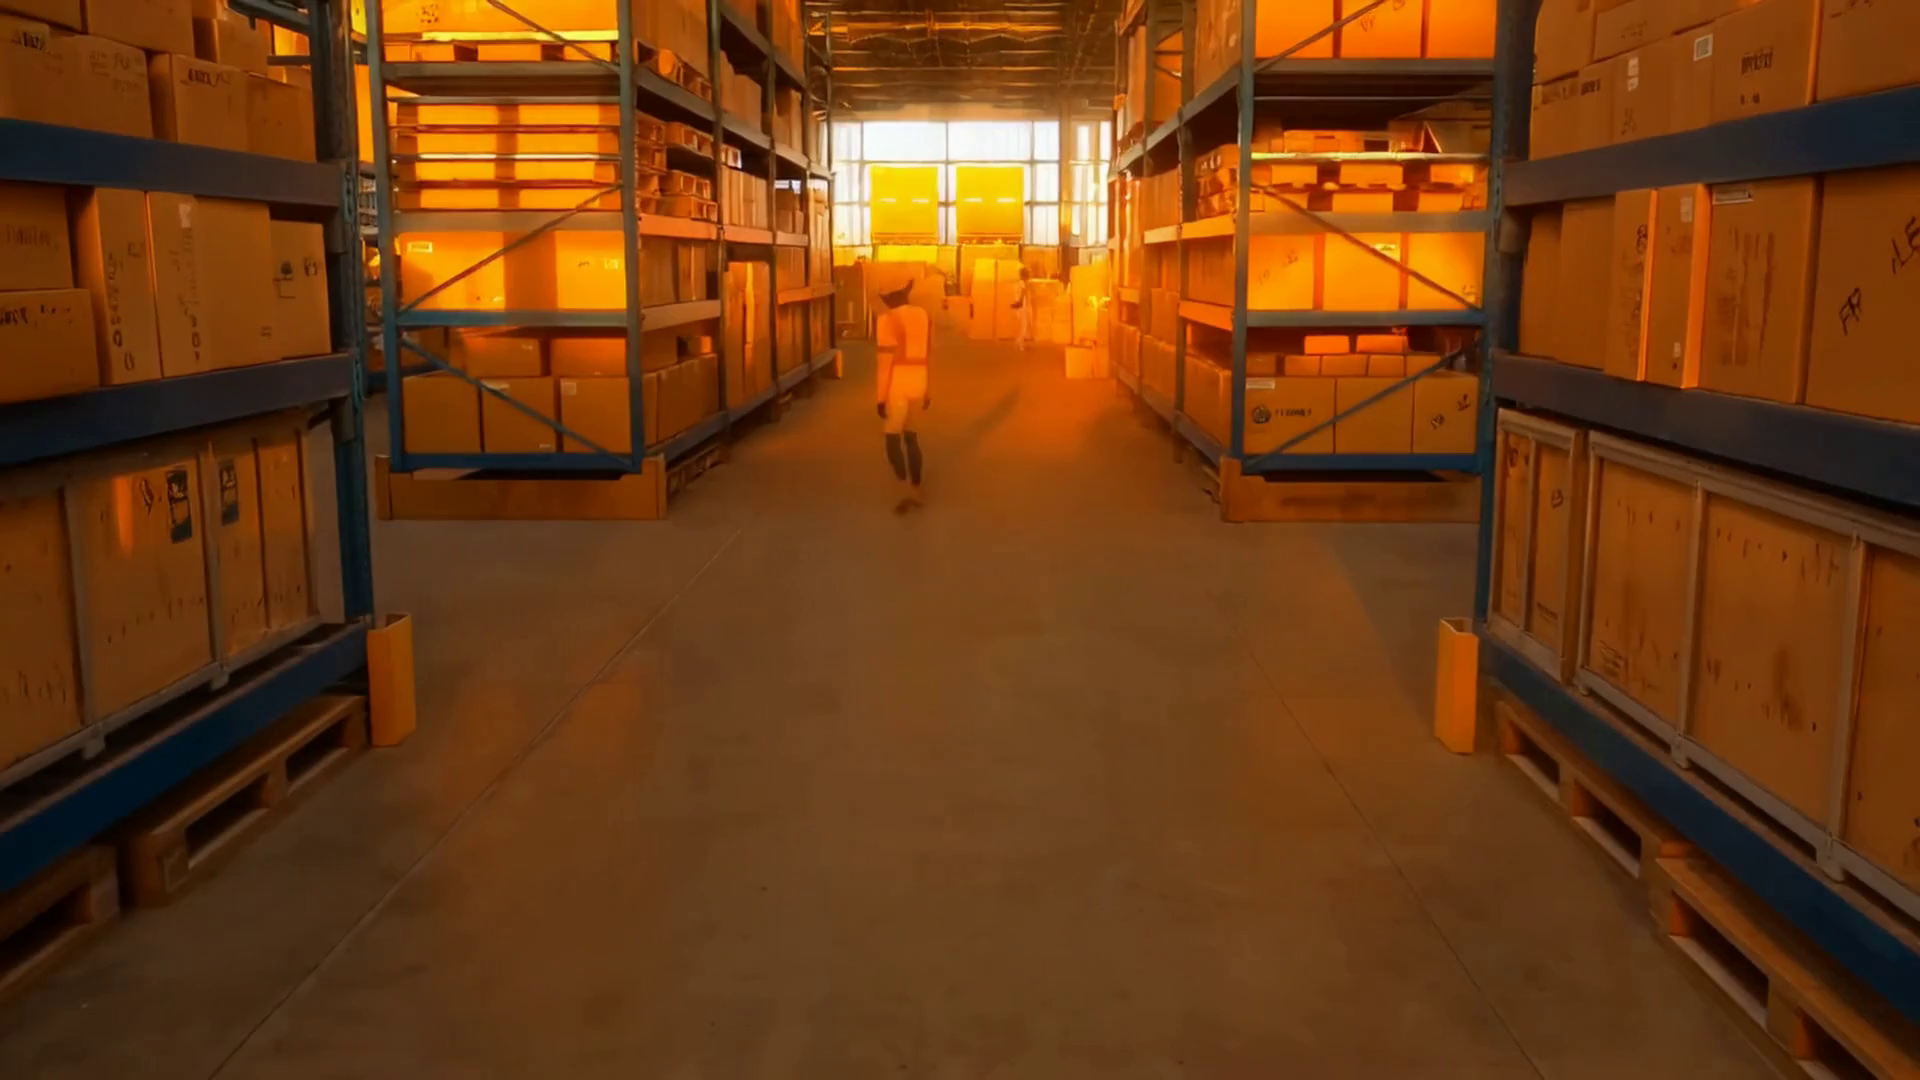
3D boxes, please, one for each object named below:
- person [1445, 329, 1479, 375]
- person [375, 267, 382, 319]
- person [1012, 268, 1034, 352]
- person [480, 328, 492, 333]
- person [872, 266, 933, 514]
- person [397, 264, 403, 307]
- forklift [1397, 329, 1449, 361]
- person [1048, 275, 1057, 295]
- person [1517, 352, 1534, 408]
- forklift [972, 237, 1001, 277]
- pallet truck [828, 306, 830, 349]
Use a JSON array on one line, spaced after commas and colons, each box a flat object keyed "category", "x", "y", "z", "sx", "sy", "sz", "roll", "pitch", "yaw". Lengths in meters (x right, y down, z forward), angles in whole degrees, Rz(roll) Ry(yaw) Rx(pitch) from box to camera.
[{"category": "person", "x": 7.851, "y": -3.278, "z": 26.012, "sx": 0.624, "sy": 1.951, "sz": 1.023, "roll": 0, "pitch": 9, "yaw": 2}, {"category": "person", "x": -20.641, "y": -8.786, "z": 59.211, "sx": 0.351, "sy": 1.878, "sz": 0.568, "roll": -4, "pitch": 10, "yaw": -20}, {"category": "person", "x": 1.465, "y": -5.197, "z": 37.605, "sx": 0.565, "sy": 1.899, "sz": 0.632, "roll": -6, "pitch": 11, "yaw": -31}, {"category": "person", "x": -8.927, "y": -4.222, "z": 31.631, "sx": 0.613, "sy": 1.947, "sz": 0.634, "roll": -1, "pitch": 10, "yaw": -7}, {"category": "person", "x": -0.419, "y": -1.211, "z": 13.486, "sx": 0.659, "sy": 2.006, "sz": 0.704, "roll": 8, "pitch": 12, "yaw": 40}, {"category": "person", "x": -20.856, "y": -9.370, "z": 62.452, "sx": 0.610, "sy": 1.969, "sz": 0.922, "roll": -7, "pitch": 12, "yaw": -36}, {"category": "forklift", "x": 9.537, "y": -4.778, "z": 32.184, "sx": 1.873, "sy": 2.768, "sz": 1.129, "roll": -1, "pitch": 10, "yaw": -5}, {"category": "person", "x": 3.275, "y": -8.709, "z": 59.584, "sx": 0.881, "sy": 1.570, "sz": 0.521, "roll": -2, "pitch": 10, "yaw": -14}, {"category": "person", "x": 6.783, "y": -2.077, "z": 19.724, "sx": 0.314, "sy": 1.636, "sz": 0.515, "roll": 1, "pitch": 10, "yaw": 8}, {"category": "forklift", "x": 0.849, "y": -8.383, "z": 53.775, "sx": 1.129, "sy": 2.768, "sz": 1.873, "roll": 0, "pitch": 9, "yaw": 1}, {"category": "pallet truck", "x": -3.100, "y": -3.940, "z": 29.800, "sx": 1.885, "sy": 1.965, "sz": 0.823, "roll": 3, "pitch": 10, "yaw": 19}]
